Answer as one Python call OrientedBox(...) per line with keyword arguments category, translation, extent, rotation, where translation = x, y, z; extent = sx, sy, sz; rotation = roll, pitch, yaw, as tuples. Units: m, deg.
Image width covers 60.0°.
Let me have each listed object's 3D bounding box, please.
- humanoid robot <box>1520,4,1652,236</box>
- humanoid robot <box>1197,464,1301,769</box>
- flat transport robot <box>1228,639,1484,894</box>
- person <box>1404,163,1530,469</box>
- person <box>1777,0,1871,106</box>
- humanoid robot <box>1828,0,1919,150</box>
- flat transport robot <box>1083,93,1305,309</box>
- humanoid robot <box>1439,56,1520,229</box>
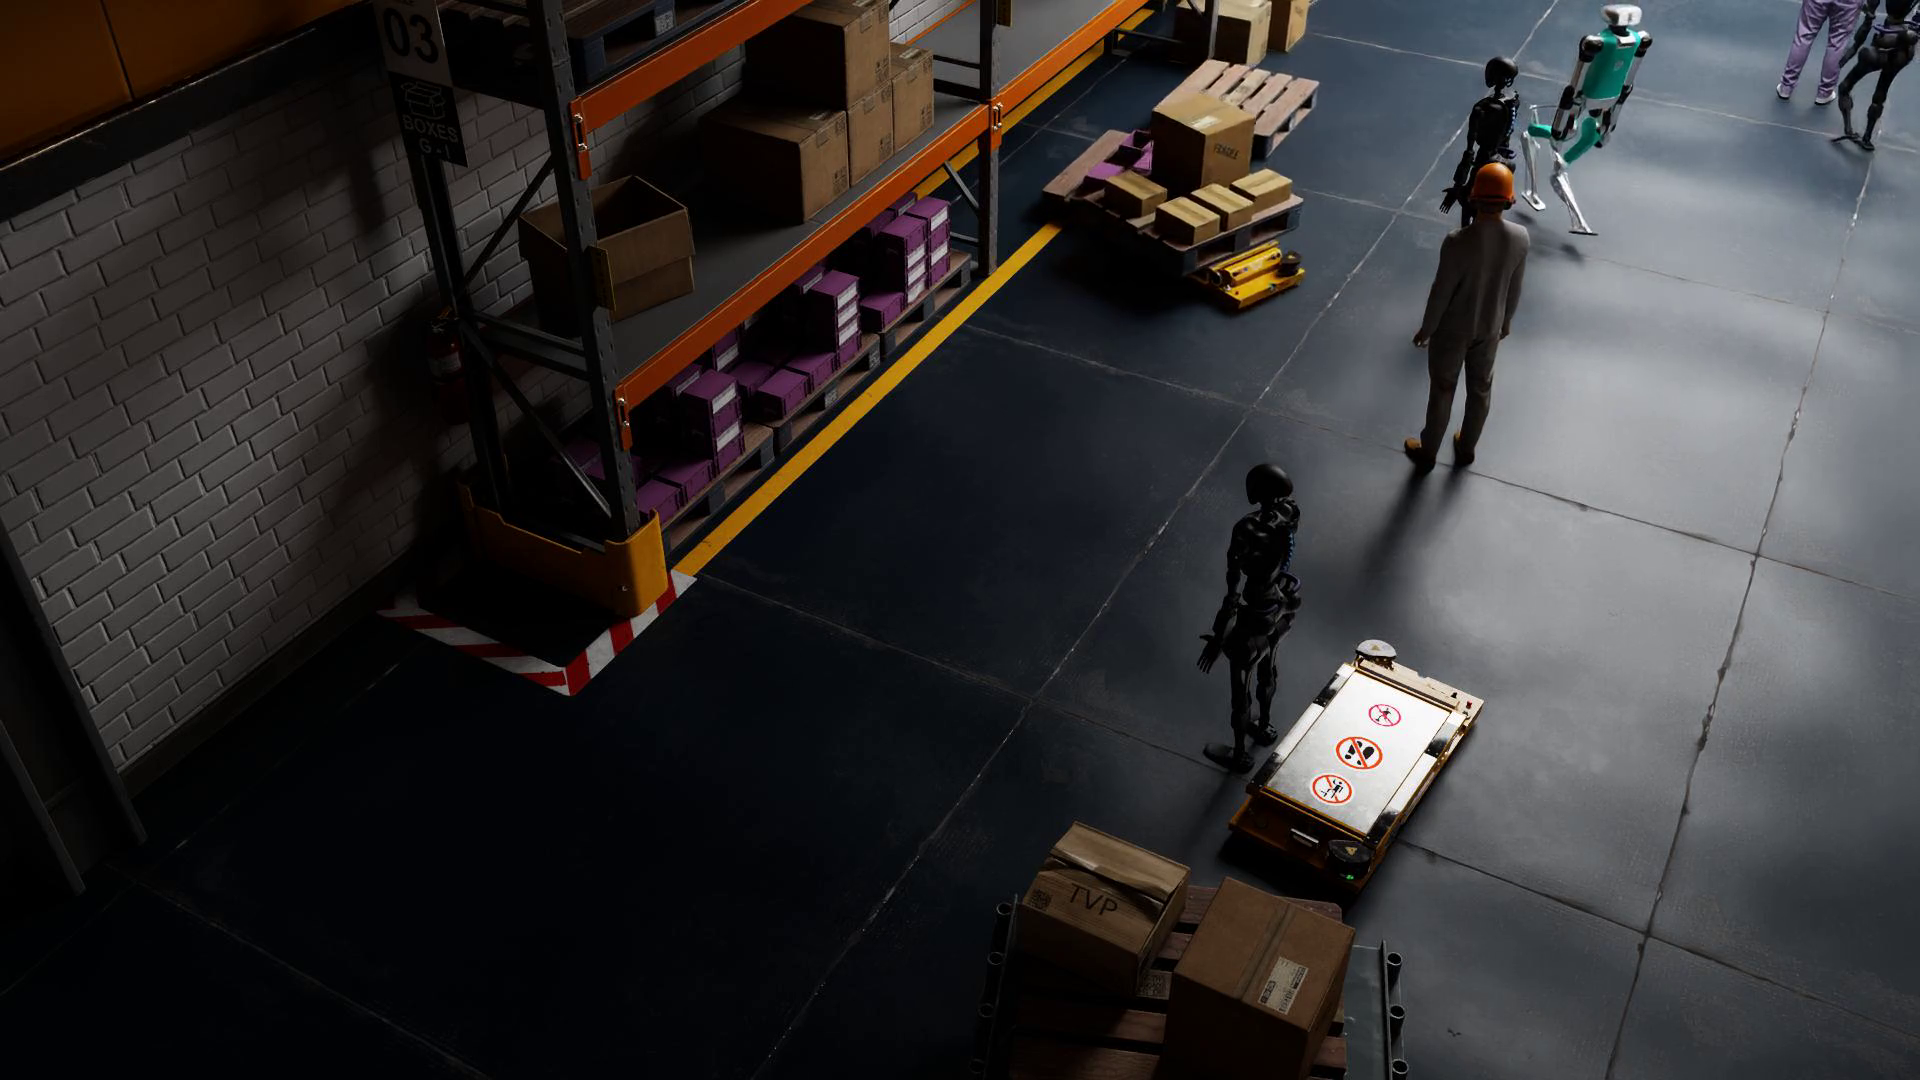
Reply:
OrientedBox(category="humanoid robot", translation=(4.360, -3.018, 11.827), extent=(0.560, 1.731, 1.034), rotation=(-12, 40, -14))
OrientedBox(category="humanoid robot", translation=(1.350, 0.350, 7.644), extent=(0.315, 1.657, 0.599), rotation=(29, 47, 31))
OrientedBox(category="flat transport robot", translation=(1.914, 1.038, 7.922), extent=(0.659, 0.231, 1.431), rotation=(24, 45, 27))
OrientedBox(category="person", translation=(2.890, -1.249, 9.484), extent=(0.572, 1.893, 0.376), rotation=(-6, 39, -7))
OrientedBox(category="person", translation=(7.150, -4.504, 13.546), extent=(0.643, 1.899, 0.403), rotation=(20, 43, 23))
OrientedBox(category="humanoid robot", translation=(7.183, -3.851, 12.903), extent=(0.600, 1.648, 0.331), rotation=(-9, 40, -11))
OrientedBox(category="flat transport robot", translation=(1.710, -2.101, 11.846), extent=(0.659, 0.231, 1.431), rotation=(-26, 45, -29))
OrientedBox(category="humanoid robot", translation=(3.481, -2.417, 11.102), extent=(0.599, 1.657, 0.315), rotation=(-29, 47, -32))
